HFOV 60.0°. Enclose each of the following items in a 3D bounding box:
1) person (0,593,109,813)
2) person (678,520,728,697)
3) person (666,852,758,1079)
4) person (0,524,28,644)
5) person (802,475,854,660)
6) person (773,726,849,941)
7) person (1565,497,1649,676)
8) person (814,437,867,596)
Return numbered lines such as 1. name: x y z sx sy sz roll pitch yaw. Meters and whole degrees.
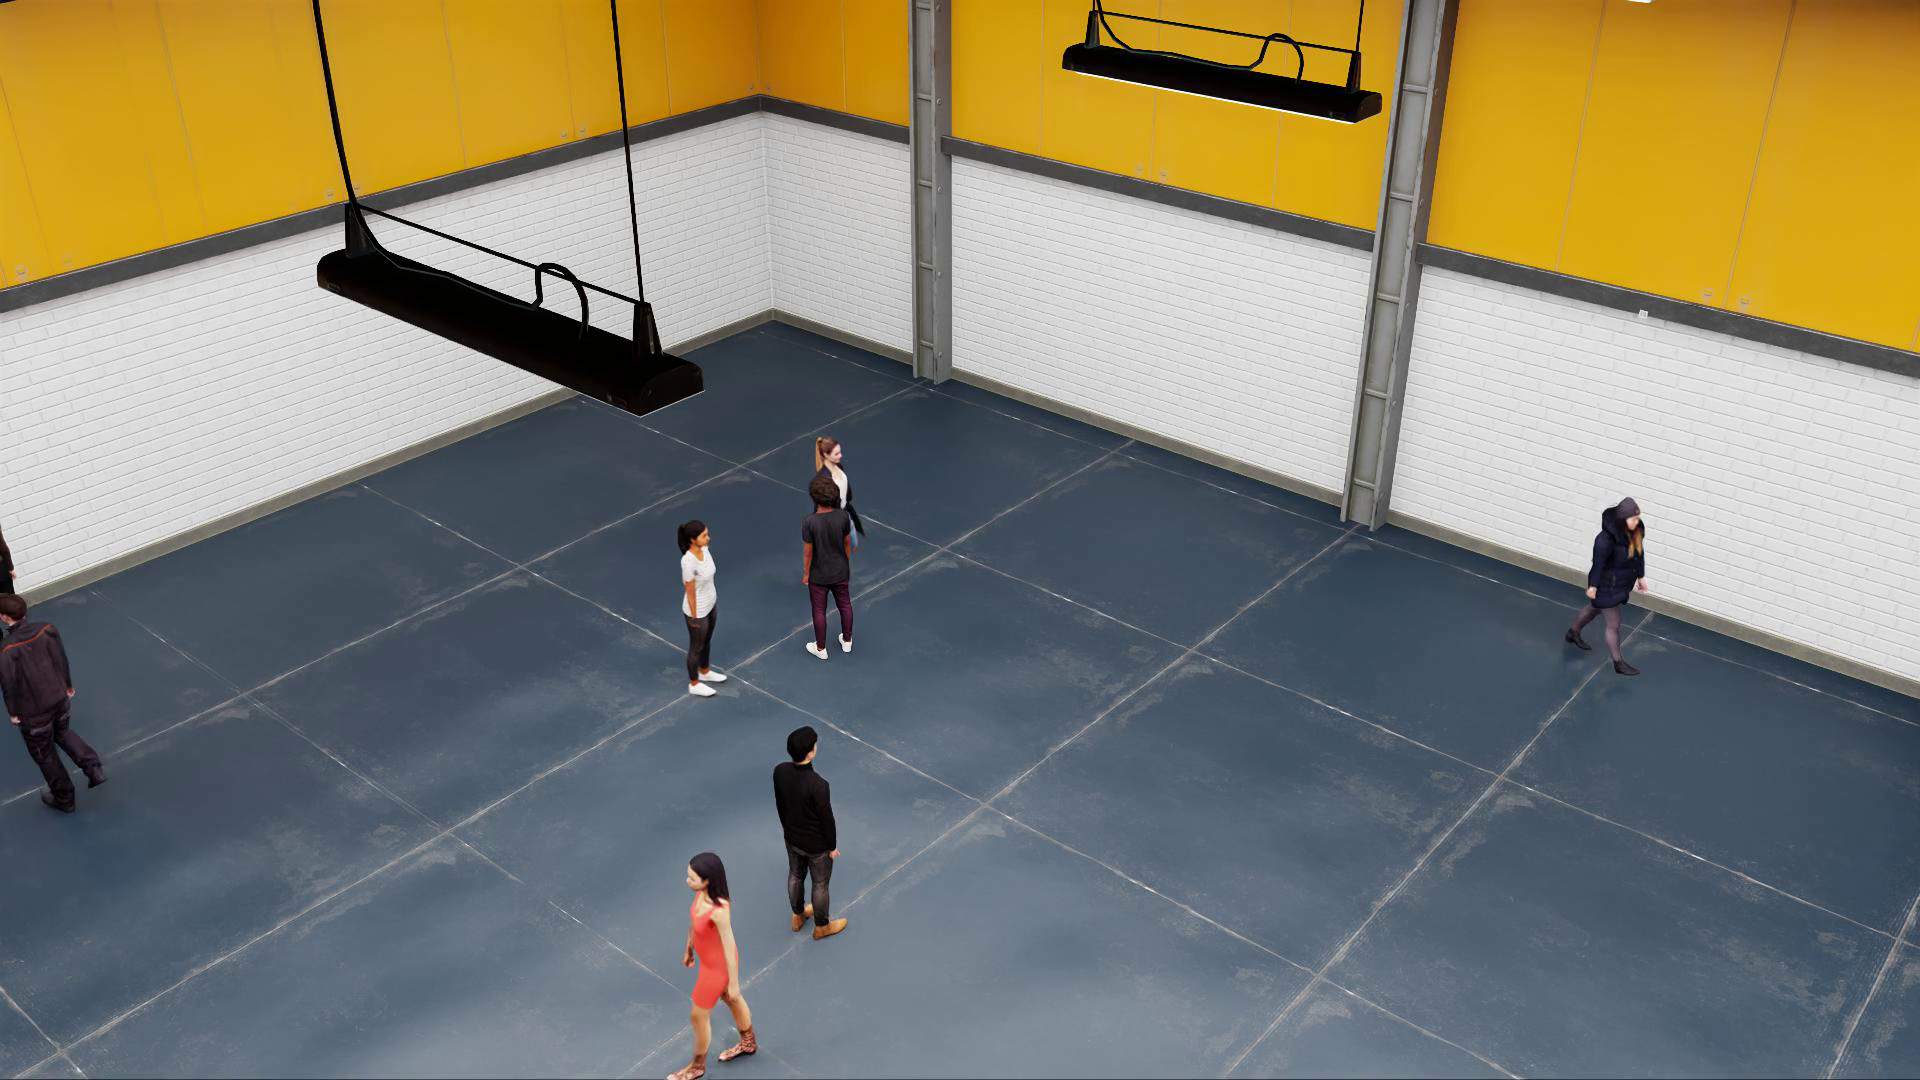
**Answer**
1. person: -7.021 1.276 12.824 0.866 1.898 0.812 10 30 18
2. person: -2.258 0.572 14.381 0.640 1.643 0.635 7 29 13
3. person: -1.452 2.656 10.506 0.901 1.696 0.916 -12 31 -22
4. person: -8.637 0.325 14.772 0.487 1.702 0.600 22 36 35
5. person: -1.181 0.235 14.852 0.694 1.783 0.695 -15 32 -25
6. person: -1.062 2.040 11.608 0.492 1.723 0.719 19 34 31
7. person: 5.731 0.351 14.802 0.823 1.629 1.115 -20 34 -32
8. person: -1.293 -0.224 15.812 0.781 1.670 0.749 9 30 16
